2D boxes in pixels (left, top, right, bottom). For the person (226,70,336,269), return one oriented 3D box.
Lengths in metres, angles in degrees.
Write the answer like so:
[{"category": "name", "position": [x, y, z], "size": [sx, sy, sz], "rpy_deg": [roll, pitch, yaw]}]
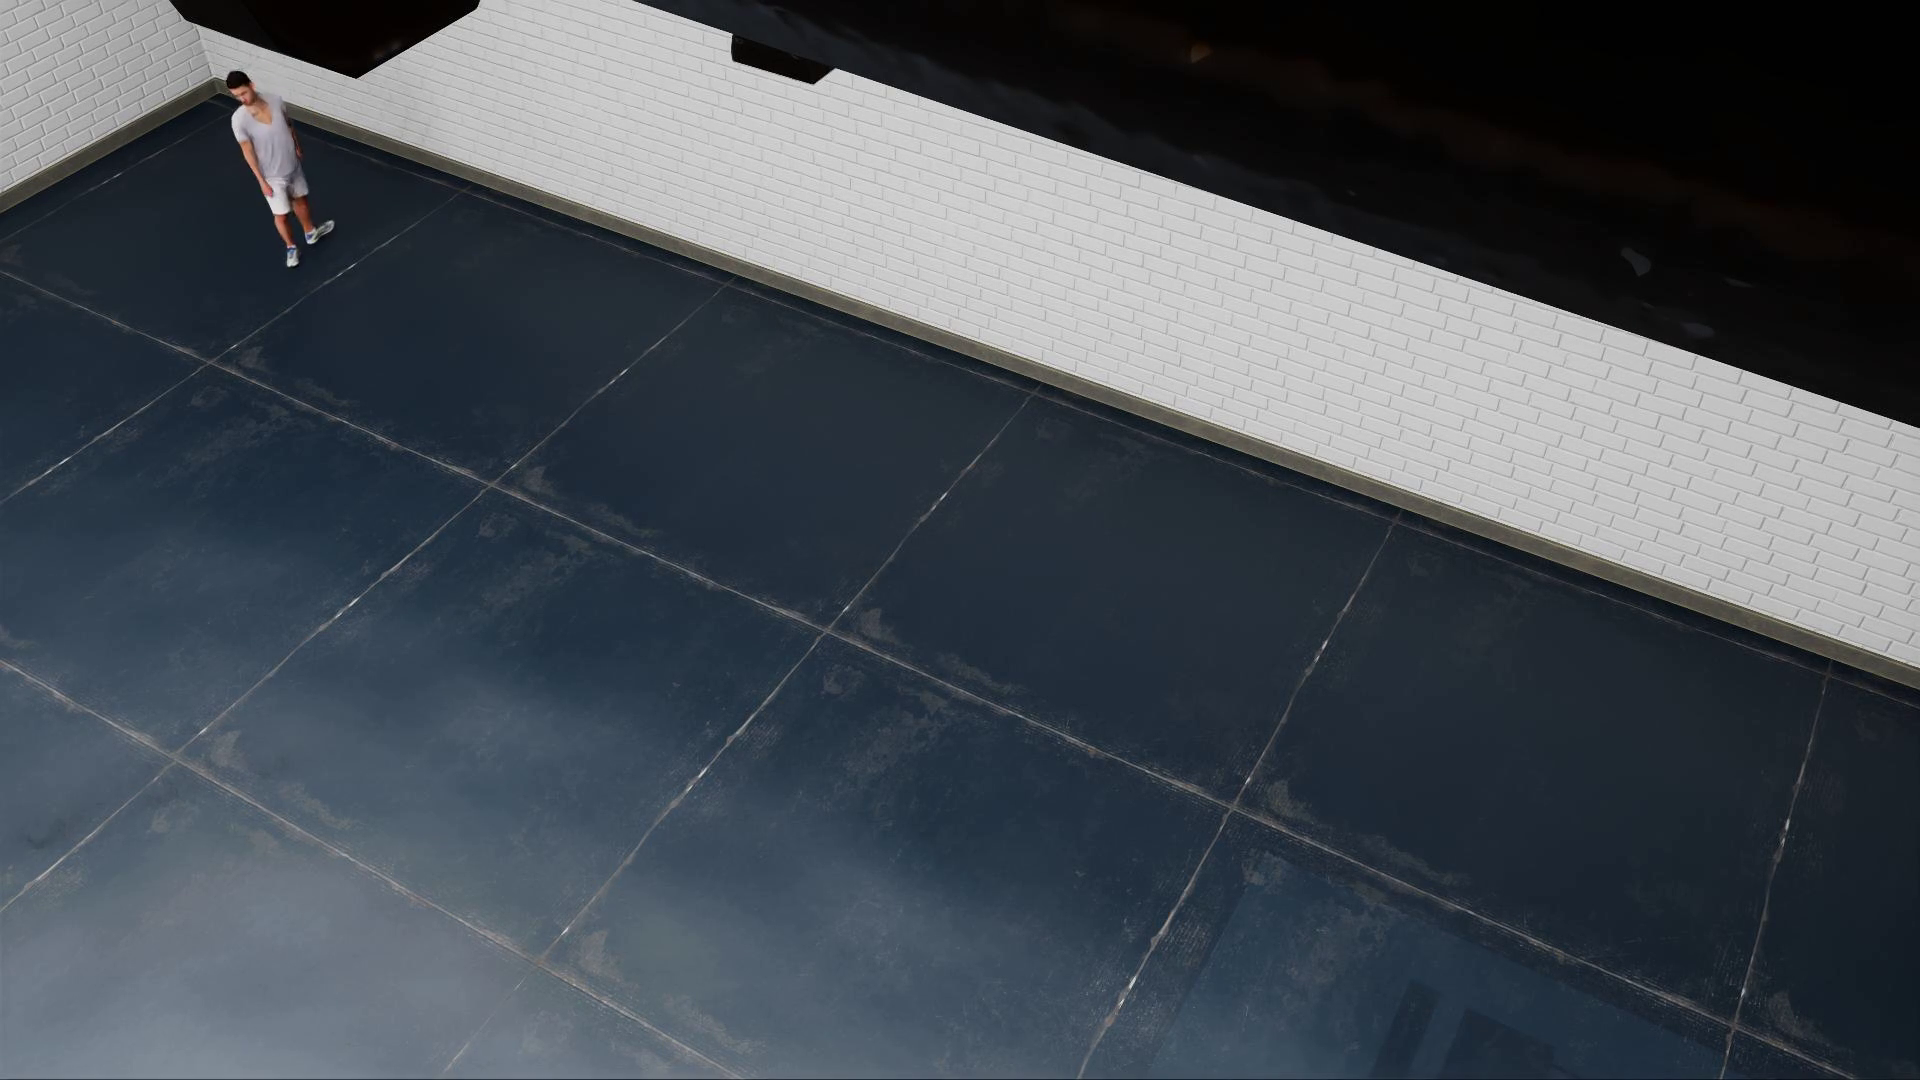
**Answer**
[{"category": "person", "position": [-5.765, -3.213, 14.073], "size": [0.952, 1.823, 0.495], "rpy_deg": [12, 45, 12]}]
